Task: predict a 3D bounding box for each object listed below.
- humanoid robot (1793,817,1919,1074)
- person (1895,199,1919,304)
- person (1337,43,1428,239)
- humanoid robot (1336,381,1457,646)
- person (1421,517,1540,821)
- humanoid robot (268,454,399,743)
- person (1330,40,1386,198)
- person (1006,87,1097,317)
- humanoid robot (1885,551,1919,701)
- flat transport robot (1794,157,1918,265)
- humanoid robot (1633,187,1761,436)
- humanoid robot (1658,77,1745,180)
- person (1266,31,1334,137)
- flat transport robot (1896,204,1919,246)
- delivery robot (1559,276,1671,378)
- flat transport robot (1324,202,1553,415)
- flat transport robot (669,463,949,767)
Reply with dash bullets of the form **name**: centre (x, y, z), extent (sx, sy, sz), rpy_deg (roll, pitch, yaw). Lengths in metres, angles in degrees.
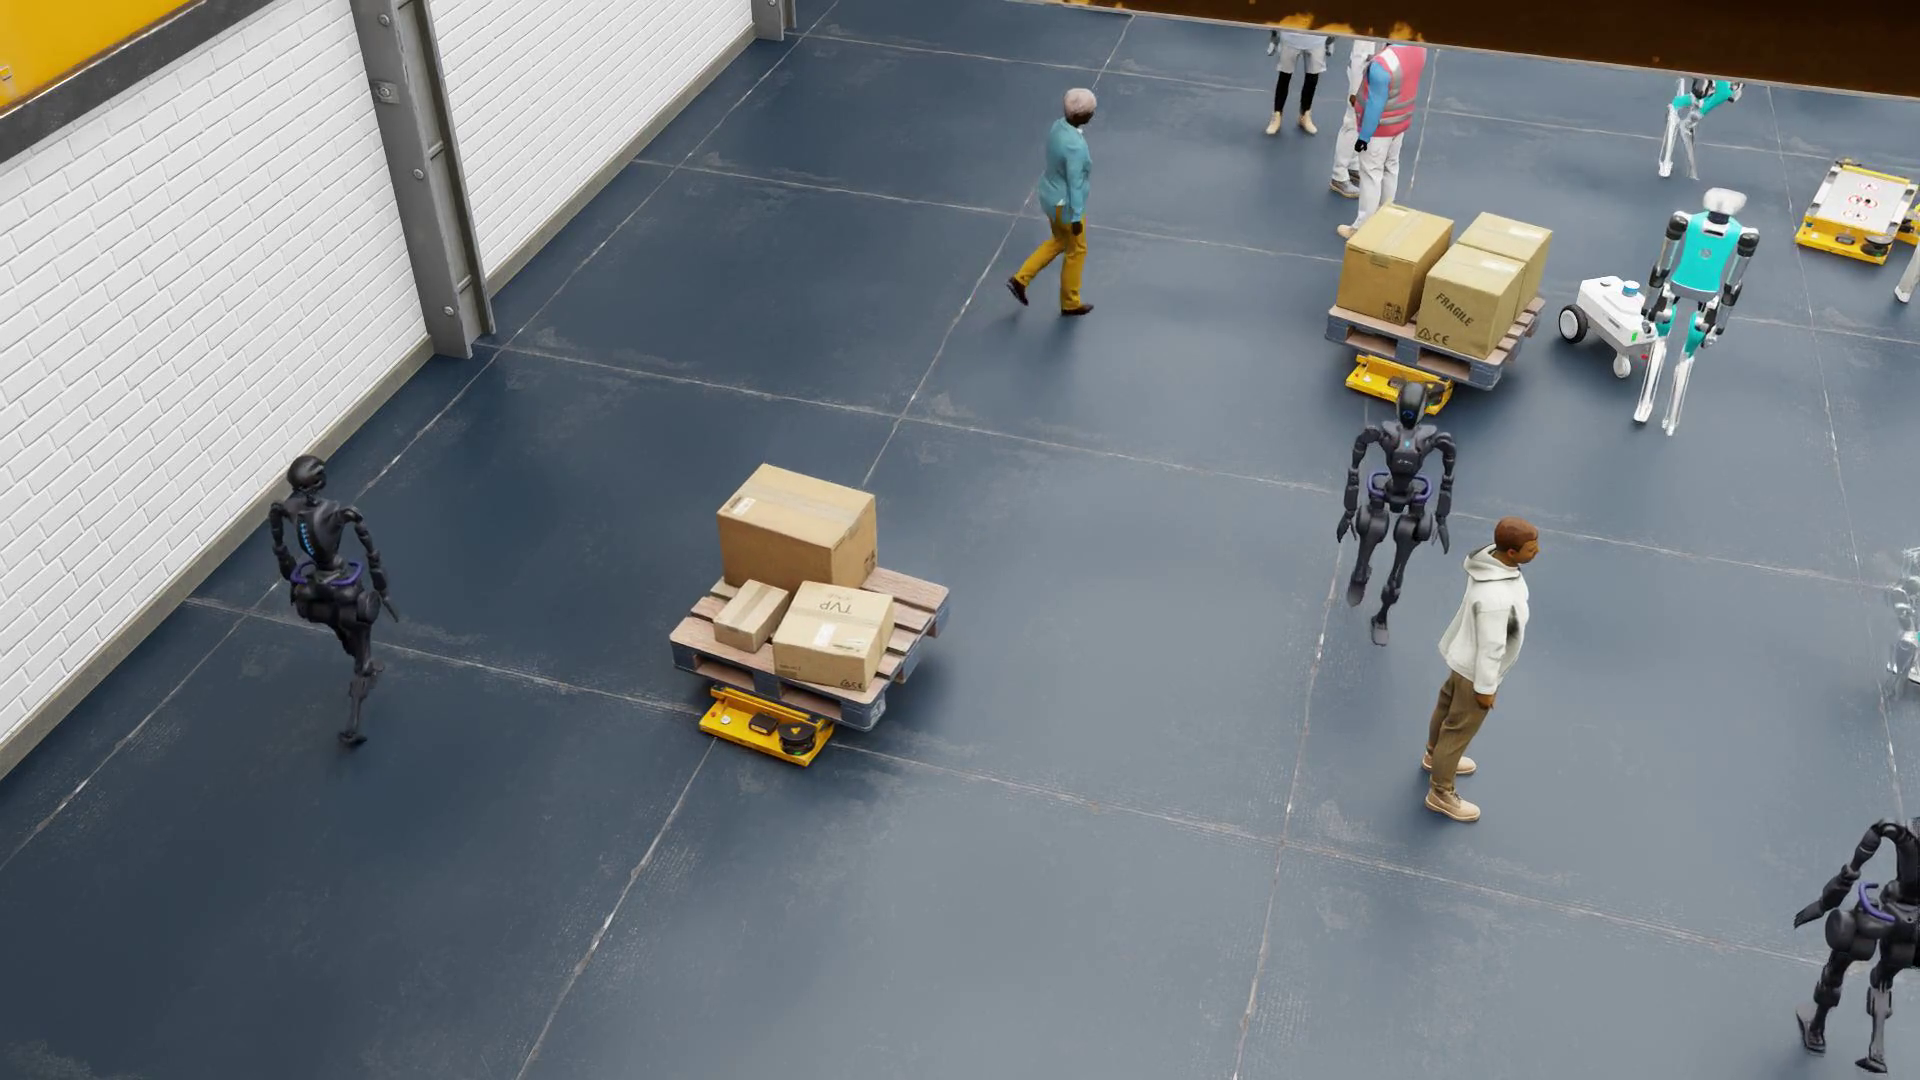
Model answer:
- **humanoid robot**: centre (3.832, 1.623, 6.869), extent (0.608, 1.644, 0.433), rpy_deg (8, 39, 9)
- **person**: centre (7.166, -2.420, 11.919), extent (0.523, 1.639, 0.306), rpy_deg (17, 42, 20)
- **person**: centre (3.213, -3.171, 12.696), extent (0.429, 1.839, 0.633), rpy_deg (30, 48, 32)
- **humanoid robot**: centre (2.388, -0.159, 9.079), extent (0.610, 1.651, 0.381), rpy_deg (8, 39, 10)
- **person**: centre (2.494, 0.597, 8.066), extent (0.363, 1.767, 0.531), rpy_deg (7, 39, 9)
- **humanoid robot**: centre (-3.239, 0.281, 8.575), extent (0.598, 1.637, 0.760), rpy_deg (4, 39, 4)
- **person**: centre (3.274, -3.692, 13.309), extent (0.340, 1.882, 0.579), rpy_deg (25, 45, 28)
- **person**: centre (0.669, -2.359, 11.763), extent (0.586, 1.729, 0.549), rpy_deg (-13, 40, -15)
- **humanoid robot**: centre (5.196, 0.179, 8.690), extent (0.740, 1.884, 0.544), rpy_deg (27, 46, 29)
- **flat transport robot**: centre (7.187, -2.641, 13.290), extent (0.659, 0.231, 1.431), rpy_deg (23, 44, 25)
- **humanoid robot**: centre (4.688, -1.517, 10.698), extent (0.545, 1.776, 0.677), rpy_deg (17, 42, 20)
- **humanoid robot**: centre (6.036, -3.734, 13.492), extent (0.533, 1.806, 0.754), rpy_deg (-16, 42, -19)
- **person**: centre (2.917, -4.246, 14.154), extent (0.555, 1.689, 0.324), rpy_deg (2, 39, 2)
- **flat transport robot**: centre (8.039, -2.289, 12.852), extent (0.659, 0.231, 1.431), rpy_deg (-31, 48, -32)
- **delivery robot**: centre (4.641, -1.550, 11.702), extent (0.499, 0.592, 0.774), rpy_deg (-11, 40, -13)
- **flat transport robot**: centre (3.312, -1.371, 11.710), extent (0.659, 0.231, 1.431), rpy_deg (23, 44, 26)
- **flat transport robot**: centre (-0.794, 0.638, 9.211), extent (0.659, 0.231, 1.431), rpy_deg (16, 42, 19)
